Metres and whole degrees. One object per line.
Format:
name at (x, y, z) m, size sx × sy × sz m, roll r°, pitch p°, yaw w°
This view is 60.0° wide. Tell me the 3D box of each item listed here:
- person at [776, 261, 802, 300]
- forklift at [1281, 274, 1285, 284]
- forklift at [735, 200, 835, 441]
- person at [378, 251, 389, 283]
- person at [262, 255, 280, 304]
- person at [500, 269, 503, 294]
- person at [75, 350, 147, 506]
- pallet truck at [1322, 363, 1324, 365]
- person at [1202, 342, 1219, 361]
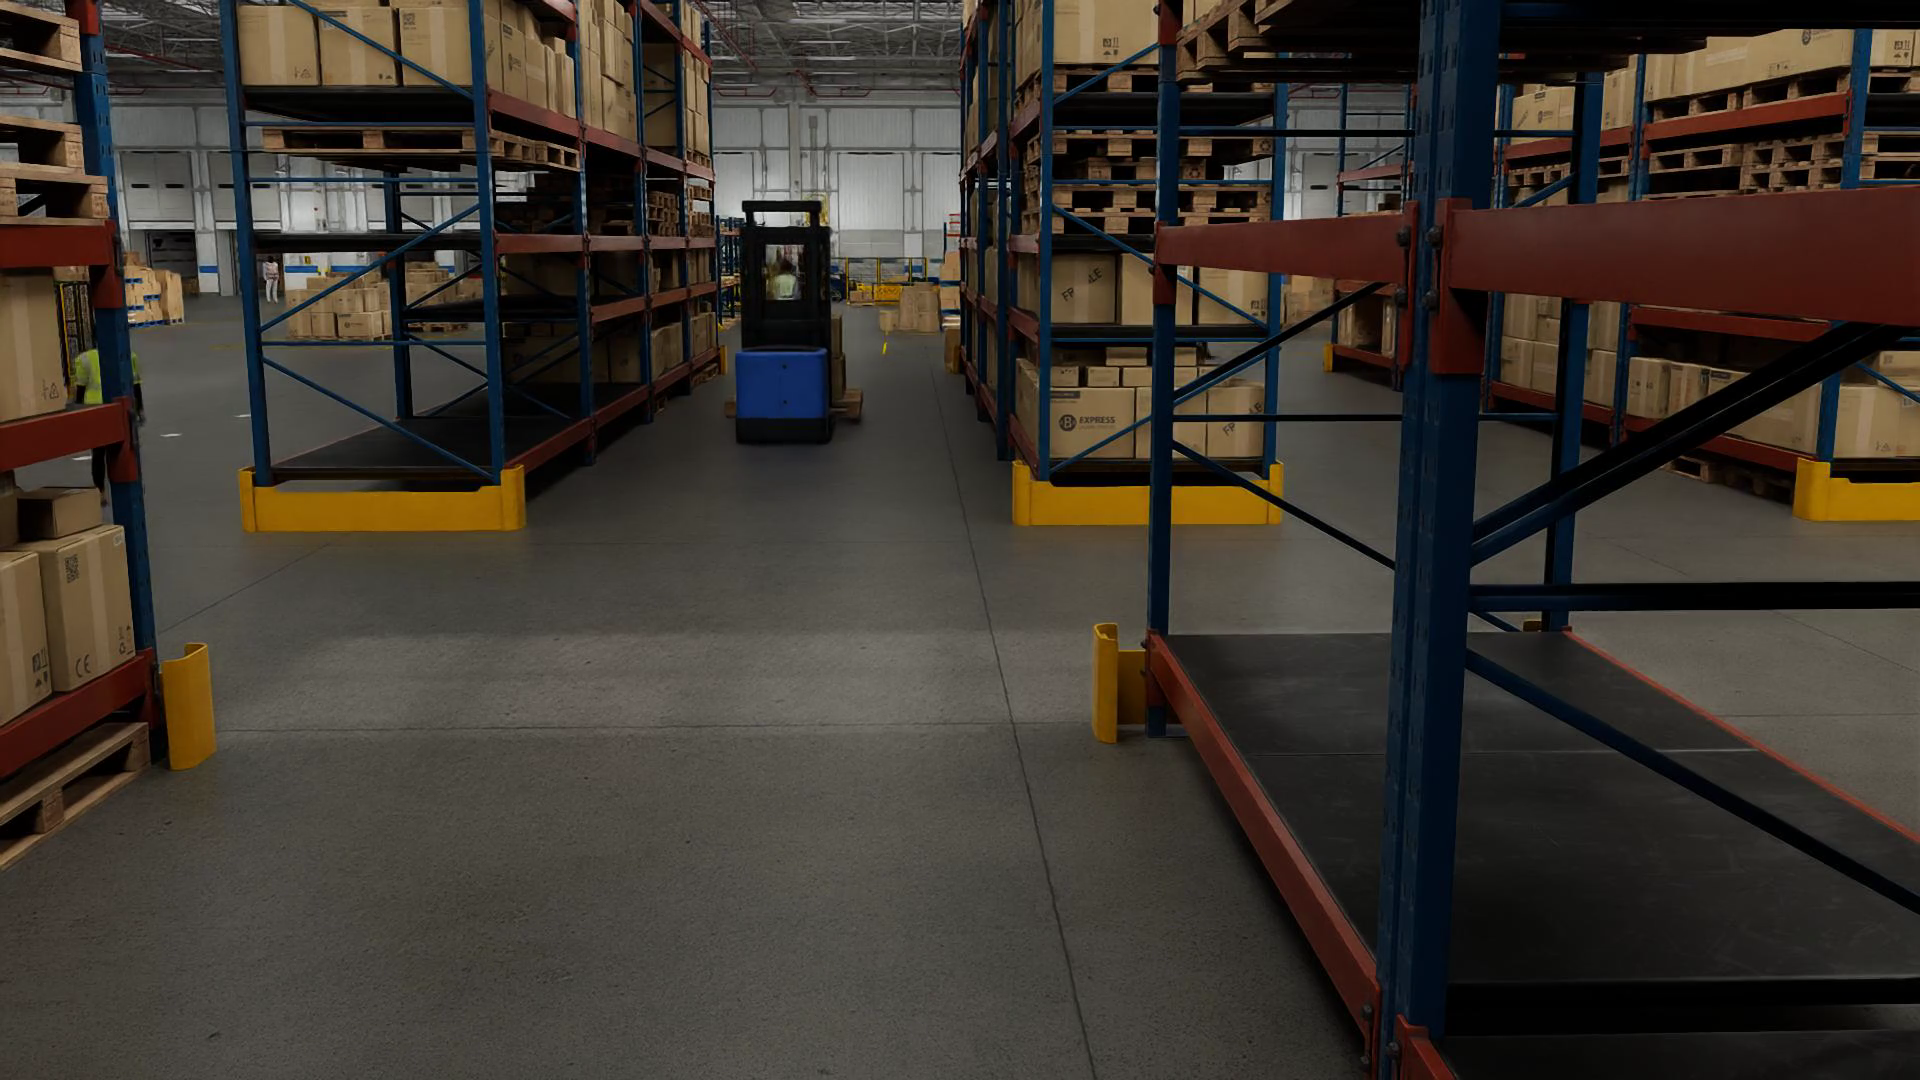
person at (-3.909, -5.415, 38.012) m, size 0.603 × 1.902 × 0.474 m, roll 6°, pitch 12°, yaw 31°
forklift at (12.239, -10.307, 62.540) m, size 1.129 × 2.768 × 1.873 m, roll 0°, pitch 10°, yaw -2°
forklift at (-2.100, -2.645, 19.855) m, size 1.129 × 2.768 × 1.873 m, roll 0°, pitch 10°, yaw -2°
person at (-21.786, -9.929, 62.948) m, size 0.425 × 1.981 × 0.668 m, roll -6°, pitch 12°, yaw -31°
person at (-25.925, -9.804, 62.634) m, size 0.429 × 1.844 × 0.627 m, roll 8°, pitch 13°, yaw 37°
person at (-16.020, -8.931, 57.861) m, size 0.935 × 1.816 × 0.545 m, roll -5°, pitch 11°, yaw -27°
person at (-7.620, -1.158, 14.956) m, size 0.620 × 1.647 × 0.799 m, roll -2°, pitch 10°, yaw -10°
pallet truck at (7.712, -4.157, 30.737) m, size 1.885 × 1.965 × 0.823 m, roll 3°, pitch 11°, yaw 16°
person at (4.831, -4.483, 32.703) m, size 0.818 × 1.936 × 0.641 m, roll 4°, pitch 11°, yaw 21°
